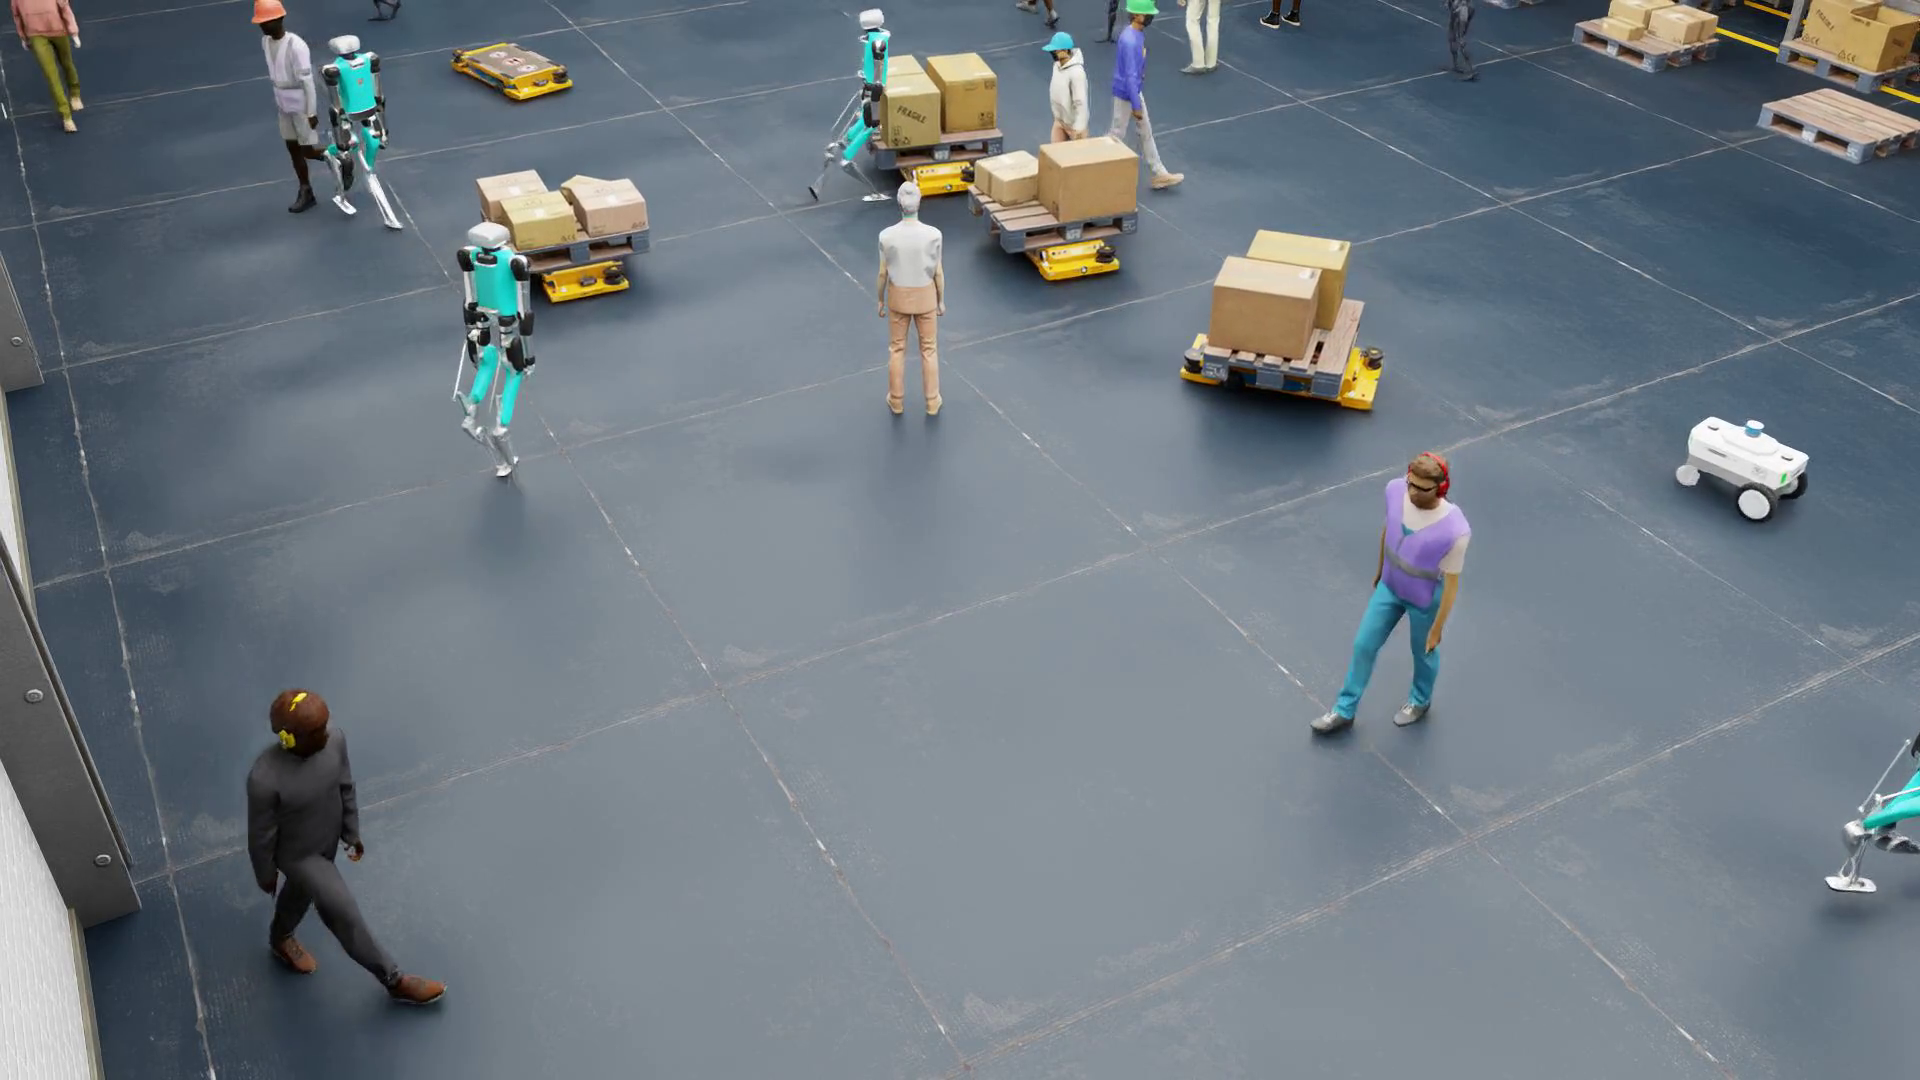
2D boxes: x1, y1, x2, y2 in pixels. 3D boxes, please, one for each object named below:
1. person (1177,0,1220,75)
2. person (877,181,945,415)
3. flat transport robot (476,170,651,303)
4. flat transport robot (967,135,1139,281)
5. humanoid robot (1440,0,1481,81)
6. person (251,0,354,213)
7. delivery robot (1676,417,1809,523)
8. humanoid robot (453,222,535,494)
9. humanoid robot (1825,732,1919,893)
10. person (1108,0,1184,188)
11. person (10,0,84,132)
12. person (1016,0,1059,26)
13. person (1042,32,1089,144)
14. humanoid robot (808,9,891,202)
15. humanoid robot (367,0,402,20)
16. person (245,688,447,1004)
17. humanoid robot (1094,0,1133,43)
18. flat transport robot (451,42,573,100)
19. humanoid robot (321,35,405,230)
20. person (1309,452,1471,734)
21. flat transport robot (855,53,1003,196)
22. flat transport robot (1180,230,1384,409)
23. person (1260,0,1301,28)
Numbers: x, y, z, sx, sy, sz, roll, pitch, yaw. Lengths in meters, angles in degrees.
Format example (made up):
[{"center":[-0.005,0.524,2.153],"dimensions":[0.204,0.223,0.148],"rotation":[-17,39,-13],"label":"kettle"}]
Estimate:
[{"center":[2.653,-5.906,17.800],"dimensions":[0.673,1.825,0.424],"rotation":[-16,38,-21],"label":"person"},{"center":[-0.350,-1.715,11.893],"dimensions":[0.487,1.735,0.333],"rotation":[2,35,3],"label":"person"},{"center":[-3.340,-2.444,14.205],"dimensions":[0.659,0.231,1.431],"rotation":[-15,38,-20],"label":"flat transport robot"},{"center":[0.802,-2.680,14.542],"dimensions":[0.659,0.231,1.431],"rotation":[-12,37,-16],"label":"flat transport robot"},{"center":[5.413,-5.770,17.752],"dimensions":[0.536,1.629,0.611],"rotation":[4,35,6],"label":"humanoid robot"},{"center":[-5.910,-3.903,14.846],"dimensions":[0.553,1.925,0.613],"rotation":[19,39,25],"label":"person"},{"center":[5.283,-0.527,11.211],"dimensions":[0.499,0.586,0.772],"rotation":[-27,43,-33],"label":"delivery robot"},{"center":[-3.175,-1.127,11.124],"dimensions":[0.532,1.853,0.821],"rotation":[13,37,18],"label":"humanoid robot"},{"center":[4.585,1.080,7.881],"dimensions":[1.012,1.725,0.550],"rotation":[-2,35,-3],"label":"humanoid robot"},{"center":[1.671,-4.035,15.113],"dimensions":[0.856,1.837,0.479],"rotation":[11,37,16],"label":"person"},{"center":[-9.125,-5.088,16.657],"dimensions":[0.544,1.790,0.955],"rotation":[-16,38,-21],"label":"person"},{"center":[0.923,-6.954,19.228],"dimensions":[0.542,1.900,0.879],"rotation":[-29,44,-35],"label":"person"},{"center":[1.029,-3.727,14.838],"dimensions":[0.642,1.643,0.491],"rotation":[-19,39,-25],"label":"person"},{"center":[-1.049,-3.822,14.935],"dimensions":[0.869,1.825,0.541],"rotation":[-4,35,-6],"label":"humanoid robot"},{"center":[-6.810,-6.830,19.238],"dimensions":[0.424,1.637,0.612],"rotation":[-5,35,-7],"label":"humanoid robot"},{"center":[-2.911,1.362,7.448],"dimensions":[1.015,1.800,0.491],"rotation":[12,37,16],"label":"person"},{"center":[1.836,-6.279,18.466],"dimensions":[0.532,1.640,0.611],"rotation":[-11,36,-15],"label":"humanoid robot"},{"center":[-4.861,-5.083,17.974],"dimensions":[0.659,0.231,1.431],"rotation":[-28,44,-34],"label":"flat transport robot"},{"center":[-5.399,-3.603,14.621],"dimensions":[1.007,1.771,0.530],"rotation":[25,42,31],"label":"humanoid robot"},{"center":[2.347,0.329,8.901],"dimensions":[0.875,1.808,0.591],"rotation":[-22,40,-28],"label":"person"},{"center":[-0.298,-3.685,15.977],"dimensions":[0.659,0.231,1.431],"rotation":[-9,36,-13],"label":"flat transport robot"},{"center":[2.445,-1.329,12.613],"dimensions":[1.431,0.231,0.659],"rotation":[11,37,15],"label":"flat transport robot"},{"center":[3.779,-6.870,19.056],"dimensions":[0.602,1.958,0.377],"rotation":[-14,37,-19],"label":"person"}]
